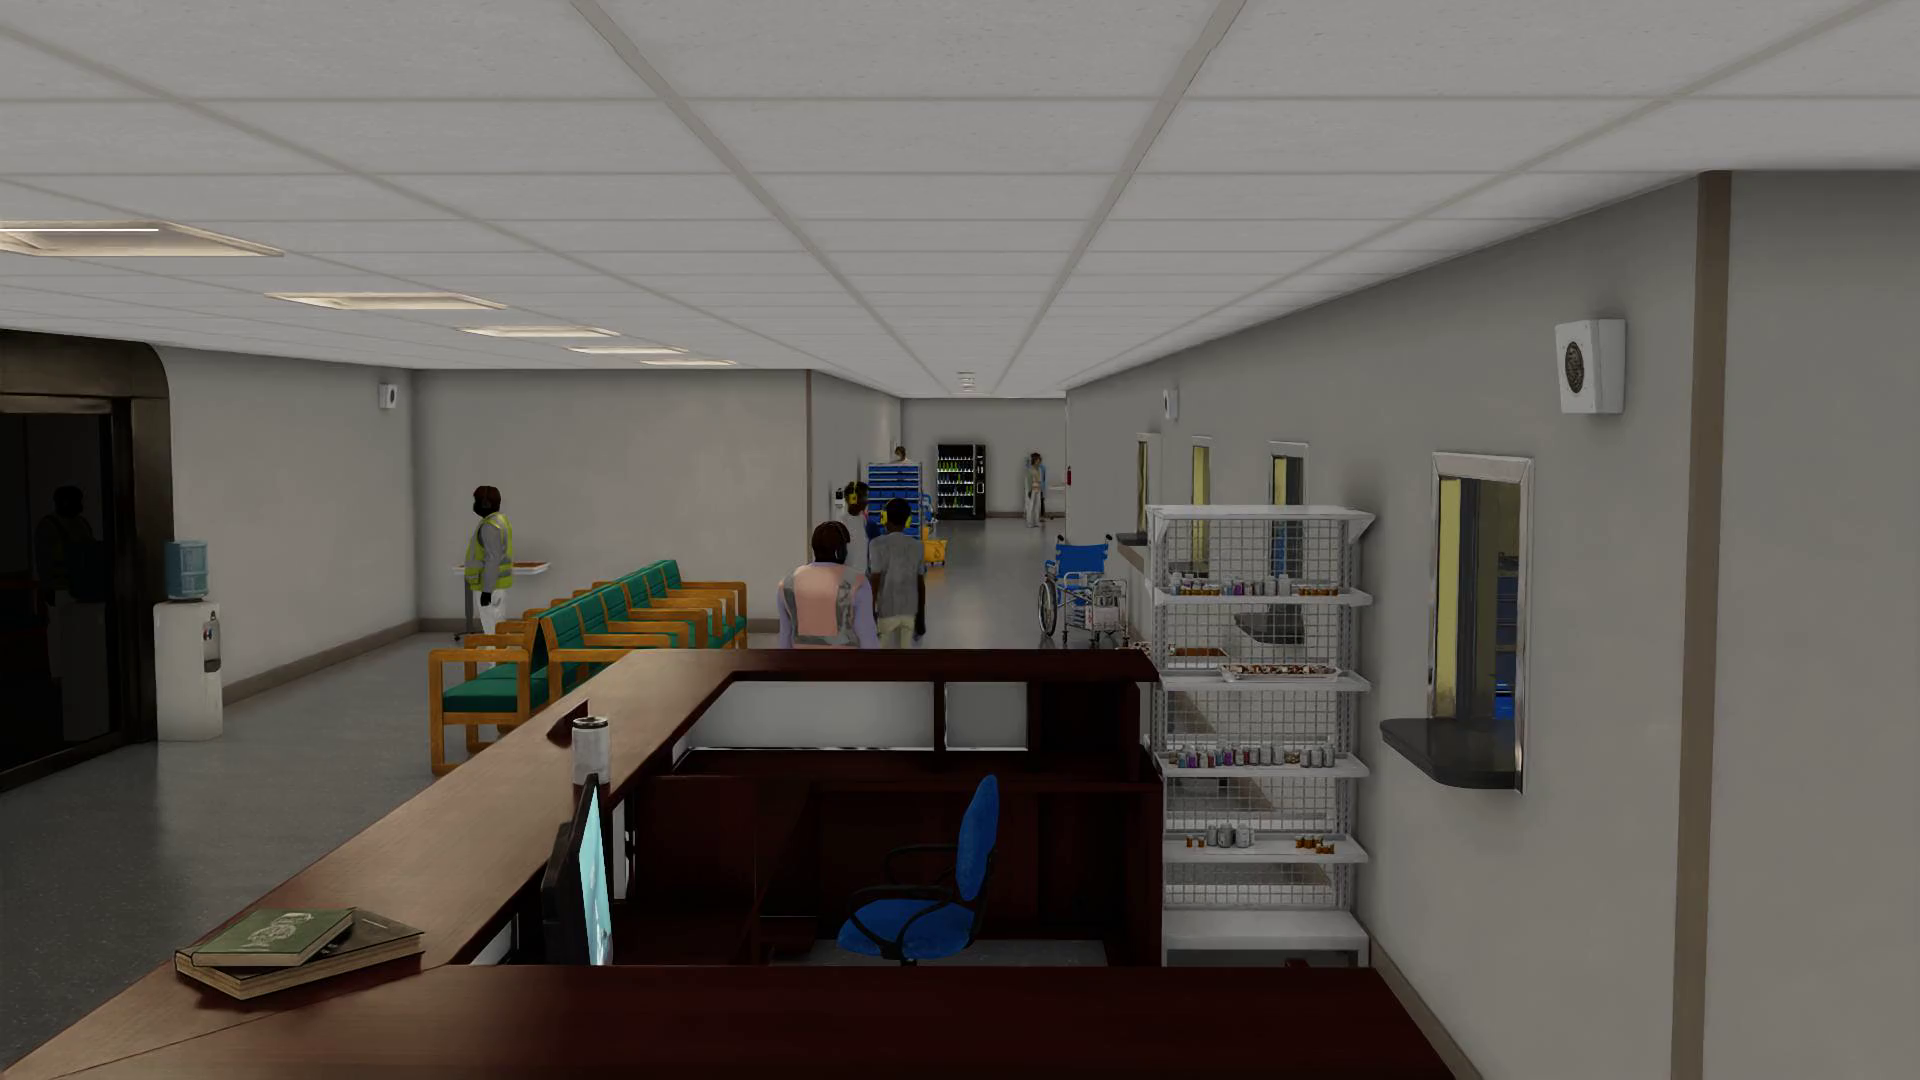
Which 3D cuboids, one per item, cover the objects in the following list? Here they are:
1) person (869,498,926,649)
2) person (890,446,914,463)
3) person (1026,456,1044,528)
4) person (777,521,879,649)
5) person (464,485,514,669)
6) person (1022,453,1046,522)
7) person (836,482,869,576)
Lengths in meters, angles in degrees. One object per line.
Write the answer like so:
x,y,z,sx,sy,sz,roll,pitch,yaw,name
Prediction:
-0.492,0.595,12.765,0.557,1.834,0.451,-2,5,-27,person
-1.197,-0.959,33.885,0.627,1.934,0.370,2,5,29,person
1.701,-1.089,37.816,0.332,1.629,0.566,3,5,37,person
-0.747,0.808,9.722,0.622,1.845,0.429,2,4,23,person
-4.279,0.424,15.115,0.429,1.842,0.637,-1,4,-8,person
1.806,-1.262,40.040,0.552,1.661,0.842,-2,4,-22,person
-1.002,0.396,15.506,0.309,1.863,0.584,2,4,21,person
